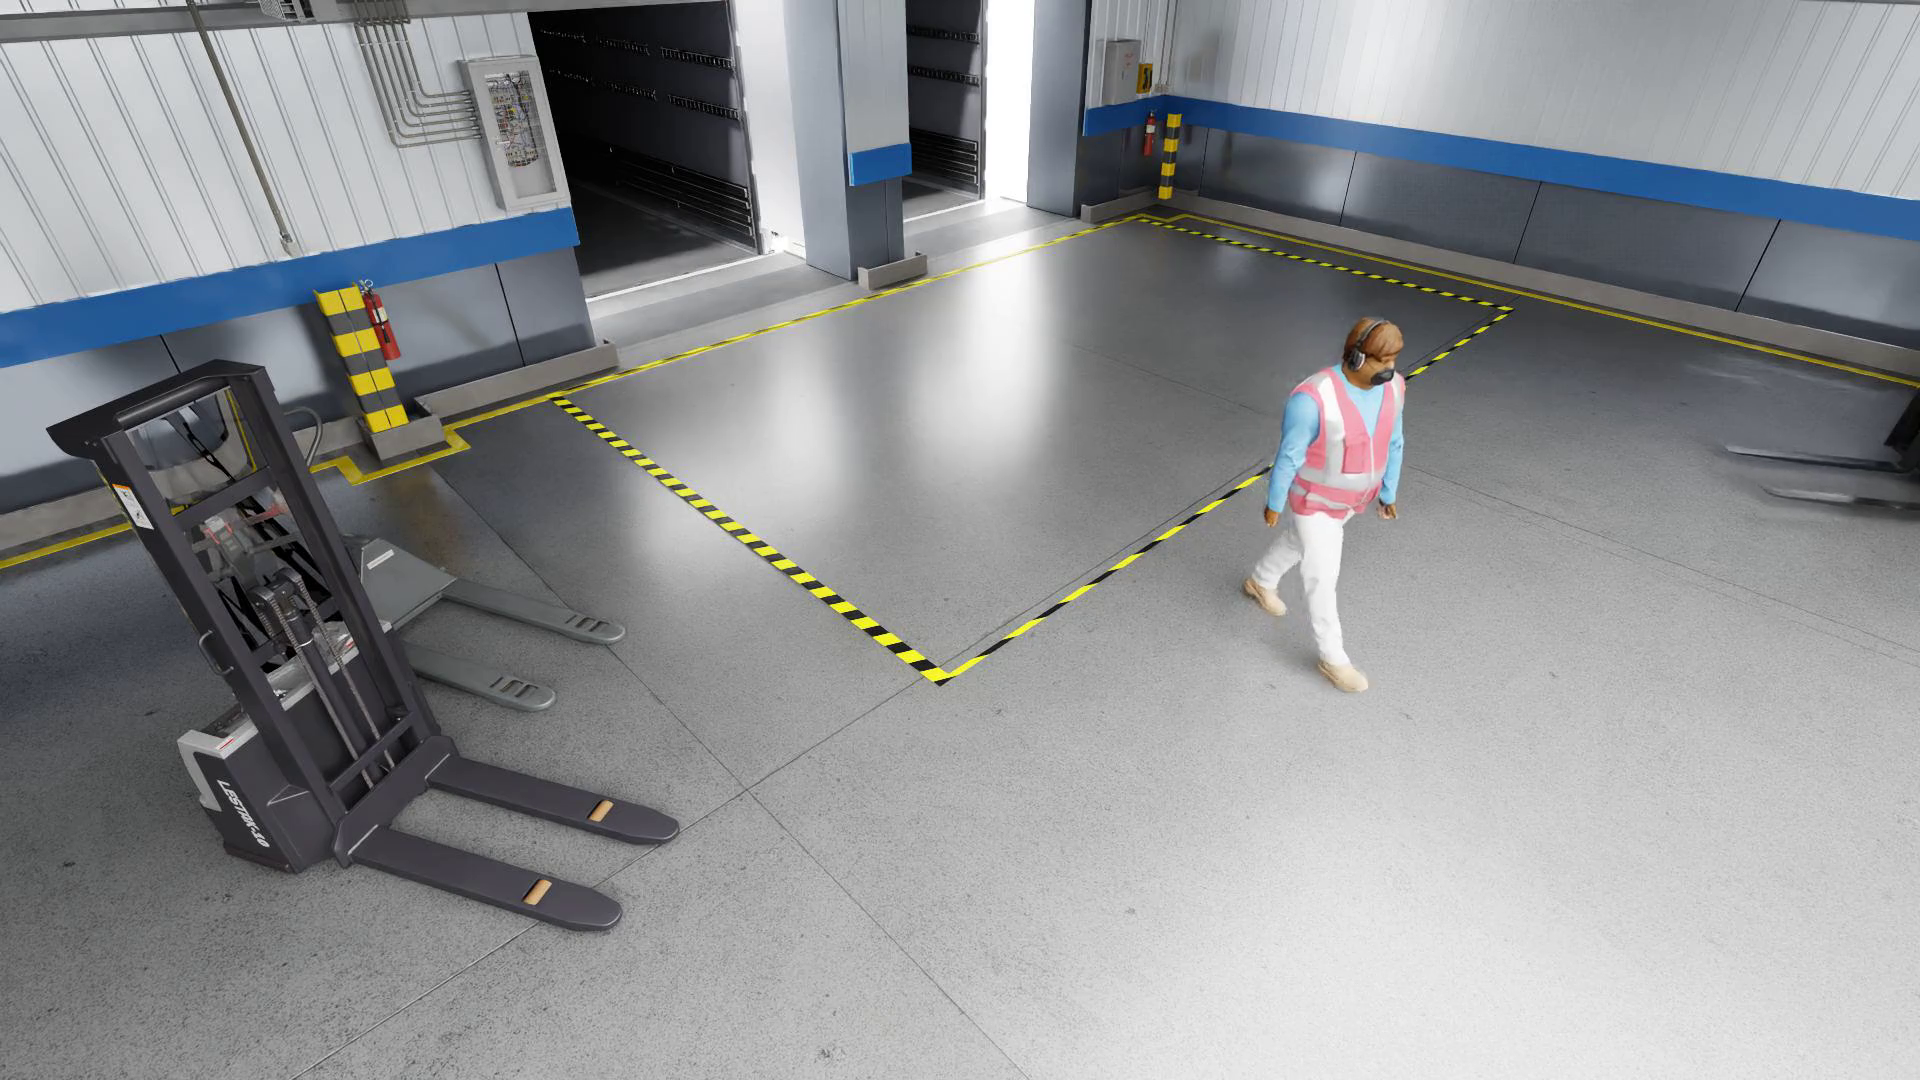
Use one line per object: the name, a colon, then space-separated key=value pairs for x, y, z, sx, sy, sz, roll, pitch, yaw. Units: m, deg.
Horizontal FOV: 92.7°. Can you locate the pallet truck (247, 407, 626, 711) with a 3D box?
pallet truck: x=-2.628 y=0.038 z=4.590 sx=1.601 sy=1.201 sz=0.680 roll=12 pitch=36 yaw=18

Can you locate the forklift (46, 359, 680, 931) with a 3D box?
forklift: x=-2.135 y=0.422 z=3.354 sx=1.885 sy=1.965 sz=0.823 roll=10 pitch=35 yaw=14

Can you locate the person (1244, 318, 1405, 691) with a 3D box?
person: x=1.850 y=-0.199 z=4.448 sx=0.652 sy=1.787 sz=0.974 roll=-16 pitch=37 yaw=-22
